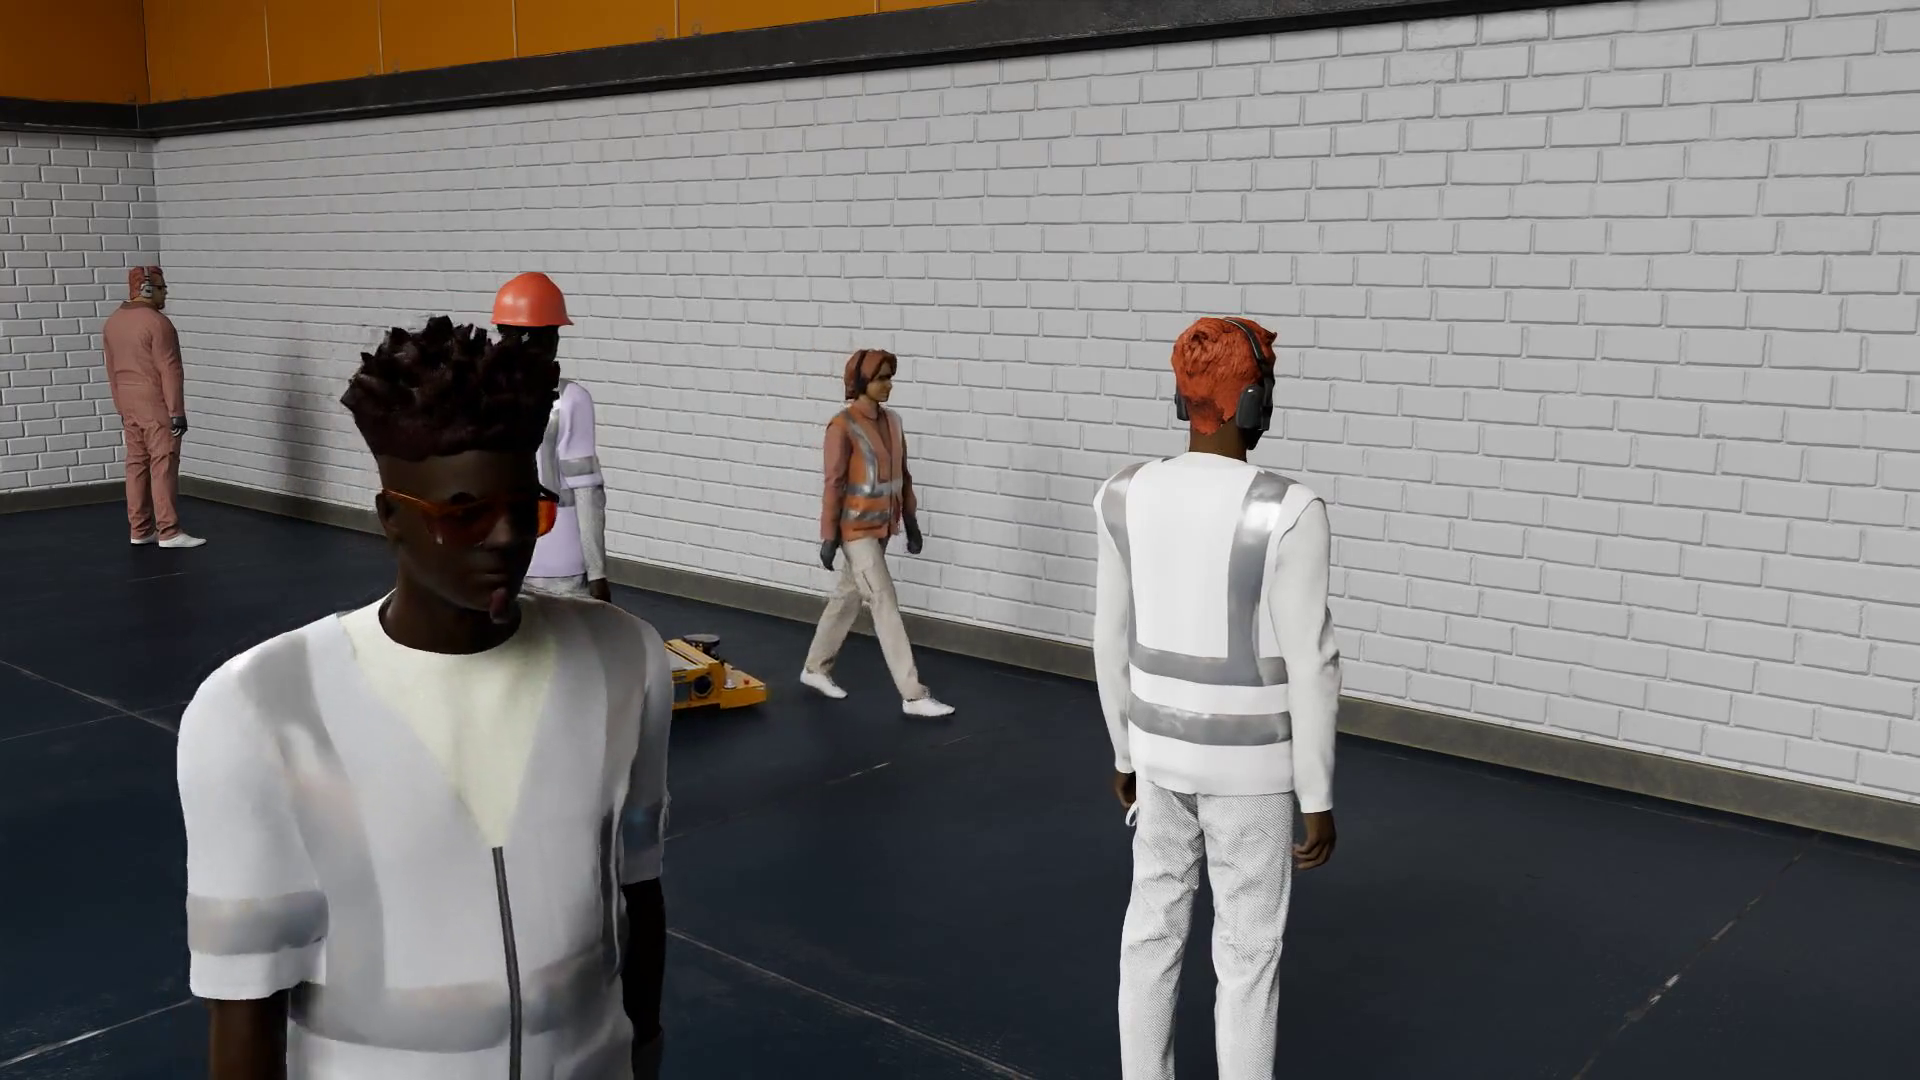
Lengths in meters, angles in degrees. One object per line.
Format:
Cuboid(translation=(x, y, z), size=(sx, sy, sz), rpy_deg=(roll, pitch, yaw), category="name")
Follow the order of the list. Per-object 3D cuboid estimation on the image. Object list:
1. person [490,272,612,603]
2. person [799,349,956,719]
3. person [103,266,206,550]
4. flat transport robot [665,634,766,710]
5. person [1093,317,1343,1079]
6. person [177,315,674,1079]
Cuboid(translation=(-1.444, 0.063, 5.712), size=(0.542, 1.939, 0.368), rpy_deg=(3, 11, 18), category="person")
Cuboid(translation=(-0.399, -0.041, 7.279), size=(0.856, 1.592, 0.532), rpy_deg=(5, 11, 27), category="person")
Cuboid(translation=(-5.436, -0.889, 11.233), size=(0.652, 1.904, 0.402), rpy_deg=(6, 11, 30), category="person")
Cuboid(translation=(-1.632, 0.632, 7.216), size=(1.431, 0.197, 0.652), rpy_deg=(-6, 11, -30), category="flat transport robot")
Cuboid(translation=(0.540, 0.479, 3.509), size=(0.575, 1.882, 0.355), rpy_deg=(9, 13, 41), category="person")
Cuboid(translation=(-0.586, 0.714, 1.996), size=(0.614, 1.948, 0.487), rpy_deg=(-7, 12, -34), category="person")
